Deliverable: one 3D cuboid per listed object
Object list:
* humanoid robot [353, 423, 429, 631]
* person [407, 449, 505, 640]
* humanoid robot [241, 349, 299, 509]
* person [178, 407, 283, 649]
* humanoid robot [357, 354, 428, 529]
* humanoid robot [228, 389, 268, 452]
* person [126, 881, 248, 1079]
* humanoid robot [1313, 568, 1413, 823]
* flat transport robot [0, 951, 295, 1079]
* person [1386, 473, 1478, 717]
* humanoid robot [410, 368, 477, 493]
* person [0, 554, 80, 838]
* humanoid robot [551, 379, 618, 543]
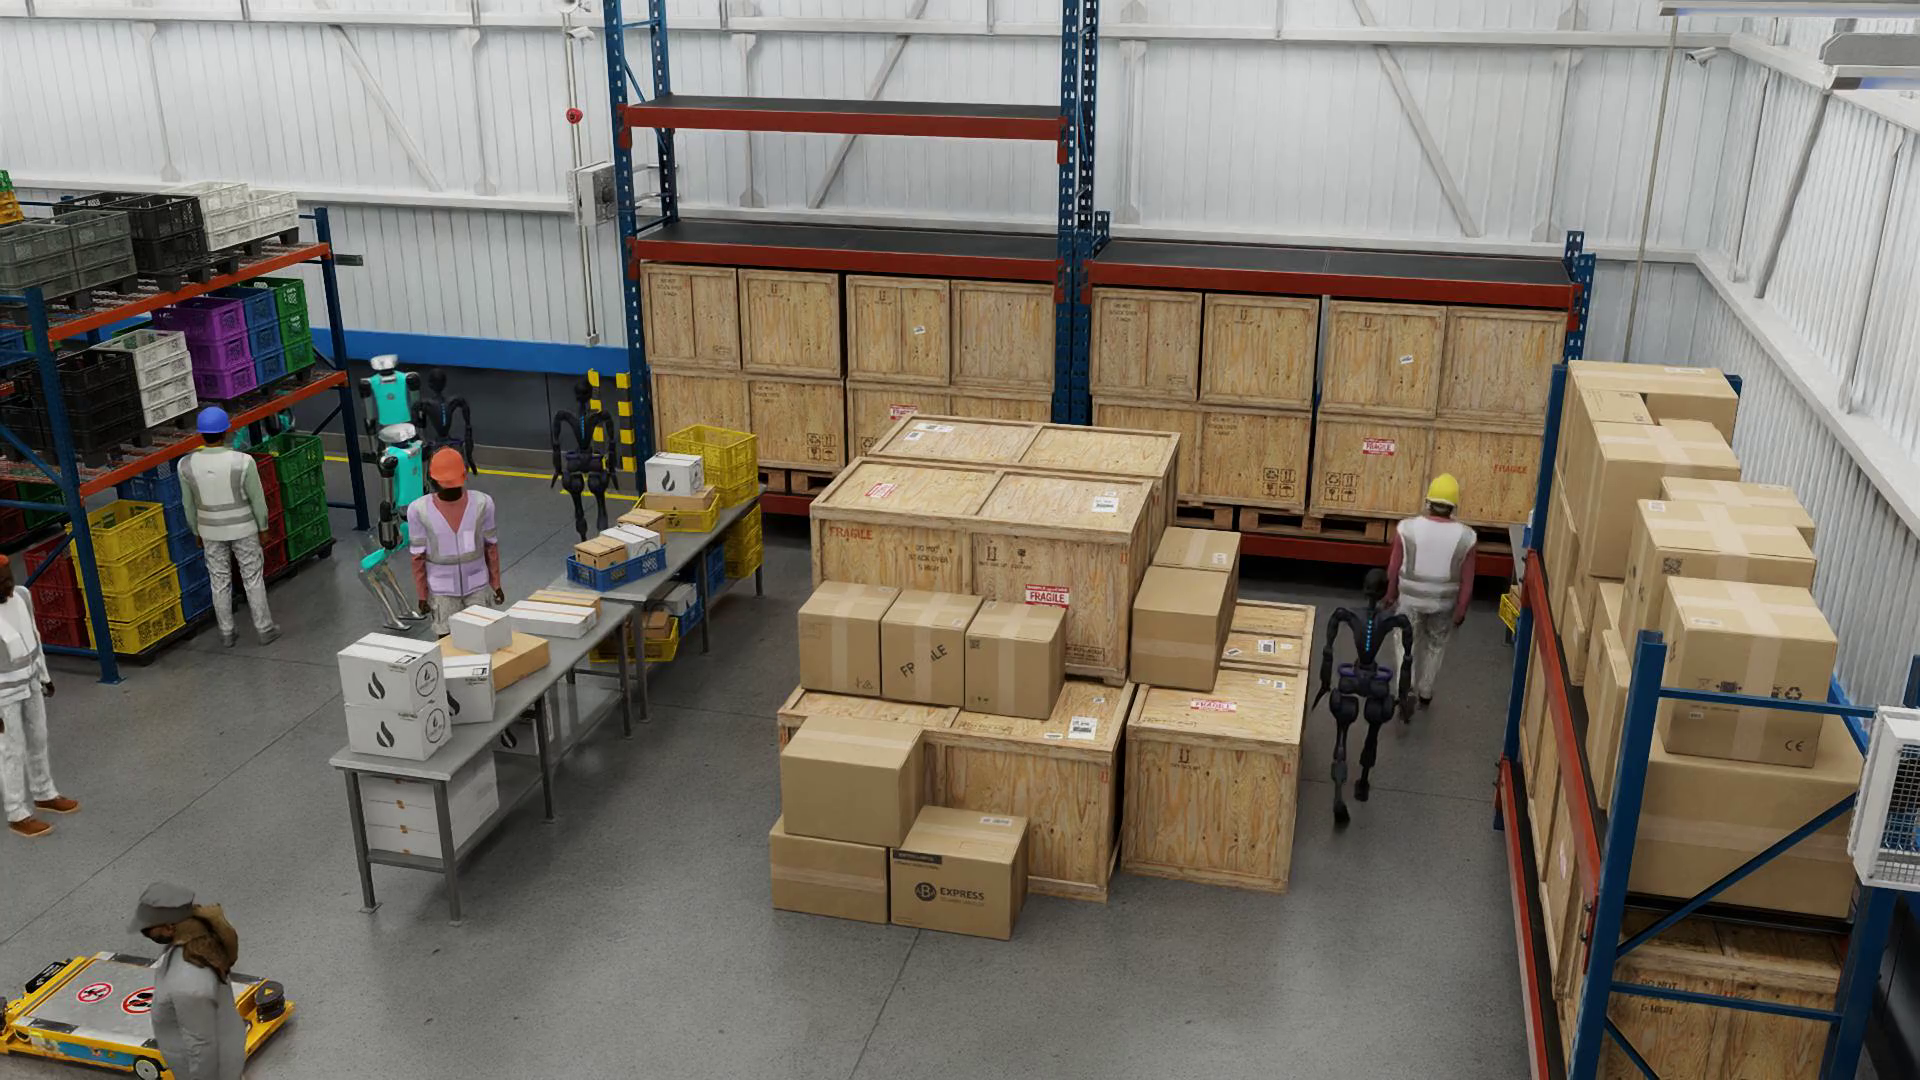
[{"bbox_3d":[-4.544,-0.123,13.167,0.738,1.691,0.530,7,22,18],"label":"humanoid robot"},{"bbox_3d":[-3.528,0.323,11.733,0.604,2.035,0.386,-10,23,-24],"label":"person"},{"bbox_3d":[-6.652,-1.135,15.904,0.681,1.760,0.537,-1,21,-3],"label":"humanoid robot"},{"bbox_3d":[-5.674,-0.087,12.923,0.604,1.947,0.388,-3,21,-7],"label":"person"},{"bbox_3d":[-5.179,-0.880,15.290,0.558,1.791,0.674,-8,22,-20],"label":"humanoid robot"},{"bbox_3d":[-7.055,-1.288,16.390,0.678,1.837,0.534,5,21,12],"label":"humanoid robot"},{"bbox_3d":[-3.226,2.225,7.131,0.407,1.761,0.566,-8,22,-19],"label":"person"},{"bbox_3d":[2.551,0.988,10.536,0.611,1.645,0.681,5,22,14],"label":"humanoid robot"},{"bbox_3d":[-4.270,2.464,8.601,1.431,0.231,0.659,5,22,13],"label":"flat transport robot"},{"bbox_3d":[3.317,0.421,11.771,0.596,1.818,0.627,5,21,12],"label":"person"},{"bbox_3d":[-4.699,-0.752,15.088,0.593,1.639,0.584,-12,24,-29],"label":"humanoid robot"},{"bbox_3d":[-5.876,0.947,10.335,0.362,1.870,0.579,3,21,7],"label":"person"},{"bbox_3d":[-3.317,-0.598,14.650,0.594,1.645,0.481,-5,21,-12],"label":"humanoid robot"}]
